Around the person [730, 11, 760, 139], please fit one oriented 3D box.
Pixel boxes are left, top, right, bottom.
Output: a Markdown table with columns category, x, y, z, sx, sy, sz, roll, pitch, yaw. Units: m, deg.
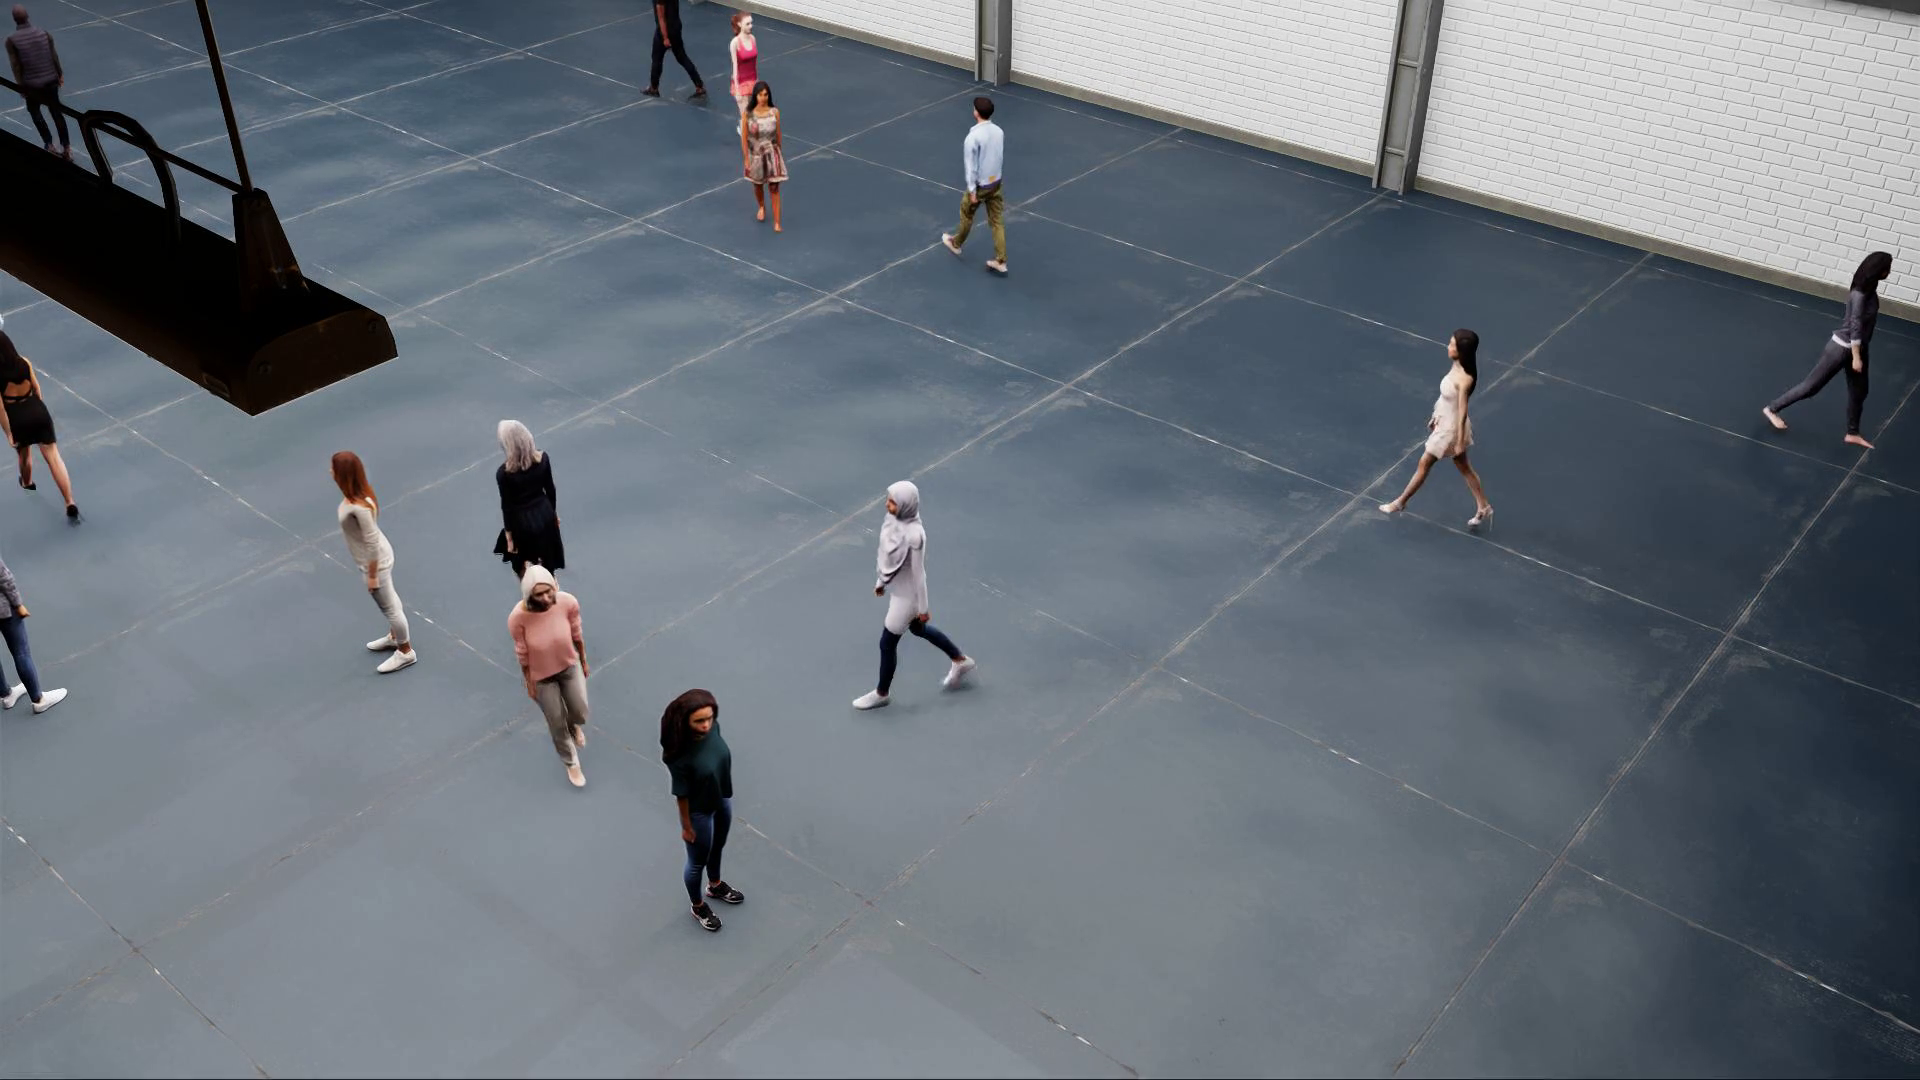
| category | x | y | z | sx | sy | sz | roll | pitch | yaw |
| --- | --- | --- | --- | --- | --- | --- | --- | --- | --- |
| person | -2.594 | -5.417 | 19.751 | 0.732 | 1.737 | 0.580 | 28 | 43 | 35 |

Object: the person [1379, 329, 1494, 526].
| category | x | y | z | sx | sy | sz | roll | pitch | yaw |
| --- | --- | --- | --- | --- | --- | --- | --- | --- | --- |
| person | 3.893 | -0.808 | 12.866 | 1.173 | 1.684 | 0.944 | 6 | 34 | 9 |

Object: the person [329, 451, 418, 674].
| category | x | y | z | sx | sy | sz | roll | pitch | yaw |
| --- | --- | --- | --- | --- | --- | --- | --- | --- | --- |
| person | -4.022 | 0.130 | 11.430 | 0.748 | 1.711 | 0.632 | -13 | 36 | -18 |

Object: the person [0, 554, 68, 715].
| category | x | y | z | sx | sy | sz | roll | pitch | yaw |
| --- | --- | --- | --- | --- | --- | --- | --- | --- | --- |
| person | -6.435 | 0.397 | 11.005 | 0.612 | 1.736 | 0.743 | 8 | 34 | 11 |

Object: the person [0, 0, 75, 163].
| category | x | y | z | sx | sy | sz | roll | pitch | yaw |
| --- | --- | --- | --- | --- | --- | --- | --- | --- | --- |
| person | -10.785 | -5.342 | 19.565 | 0.756 | 1.818 | 0.817 | -28 | 43 | -36 |

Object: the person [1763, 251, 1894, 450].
| category | x | y | z | sx | sy | sz | roll | pitch | yaw |
| --- | --- | --- | --- | --- | --- | --- | --- | --- | --- |
| person | 7.370 | -1.606 | 14.034 | 1.140 | 1.718 | 0.601 | 23 | 40 | 31 |

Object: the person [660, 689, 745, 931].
| category | x | y | z | sx | sy | sz | roll | pitch | yaw |
| --- | --- | --- | --- | --- | --- | --- | --- | --- | --- |
| person | -1.455 | 1.500 | 9.455 | 0.651 | 1.615 | 0.648 | 17 | 37 | 23 |

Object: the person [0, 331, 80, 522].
| category | x | y | z | sx | sy | sz | roll | pitch | yaw |
| --- | --- | --- | --- | --- | --- | --- | --- | --- | --- |
| person | -7.236 | -0.860 | 13.016 | 1.033 | 1.603 | 0.569 | 26 | 42 | 34 |

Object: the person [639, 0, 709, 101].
| category | x | y | z | sx | sy | sz | roll | pitch | yaw |
| --- | --- | --- | --- | --- | --- | --- | --- | --- | --- |
| person | -3.640 | -6.473 | 21.312 | 1.311 | 1.767 | 0.971 | 12 | 35 | 17 |

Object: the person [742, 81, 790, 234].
| category | x | y | z | sx | sy | sz | roll | pitch | yaw |
| --- | --- | --- | --- | --- | --- | --- | --- | --- | --- |
| person | -2.146 | -4.185 | 18.017 | 1.077 | 1.605 | 1.175 | -4 | 34 | -7 |

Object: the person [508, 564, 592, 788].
| category | x | y | z | sx | sy | sz | roll | pitch | yaw |
| --- | --- | --- | --- | --- | --- | --- | --- | --- | --- |
| person | -2.596 | 0.774 | 10.467 | 0.766 | 1.703 | 0.876 | -18 | 38 | -25 |

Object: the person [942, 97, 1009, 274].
| category | x | y | z | sx | sy | sz | roll | pitch | yaw |
| --- | --- | --- | --- | --- | --- | --- | --- | --- | --- |
| person | 0.309 | -3.573 | 16.951 | 0.824 | 1.766 | 1.199 | -25 | 41 | -33 |

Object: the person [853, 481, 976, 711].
| category | x | y | z | sx | sy | sz | roll | pitch | yaw |
| --- | --- | --- | --- | --- | --- | --- | --- | --- | --- |
| person | -0.276 | 0.353 | 11.066 | 1.064 | 1.742 | 1.139 | -10 | 35 | -14 |

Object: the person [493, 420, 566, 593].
| category | x | y | z | sx | sy | sz | roll | pitch | yaw |
| --- | --- | --- | --- | --- | --- | --- | --- | --- | --- |
| person | -2.948 | -0.021 | 11.643 | 0.684 | 1.726 | 0.835 | -26 | 41 | -33 |
